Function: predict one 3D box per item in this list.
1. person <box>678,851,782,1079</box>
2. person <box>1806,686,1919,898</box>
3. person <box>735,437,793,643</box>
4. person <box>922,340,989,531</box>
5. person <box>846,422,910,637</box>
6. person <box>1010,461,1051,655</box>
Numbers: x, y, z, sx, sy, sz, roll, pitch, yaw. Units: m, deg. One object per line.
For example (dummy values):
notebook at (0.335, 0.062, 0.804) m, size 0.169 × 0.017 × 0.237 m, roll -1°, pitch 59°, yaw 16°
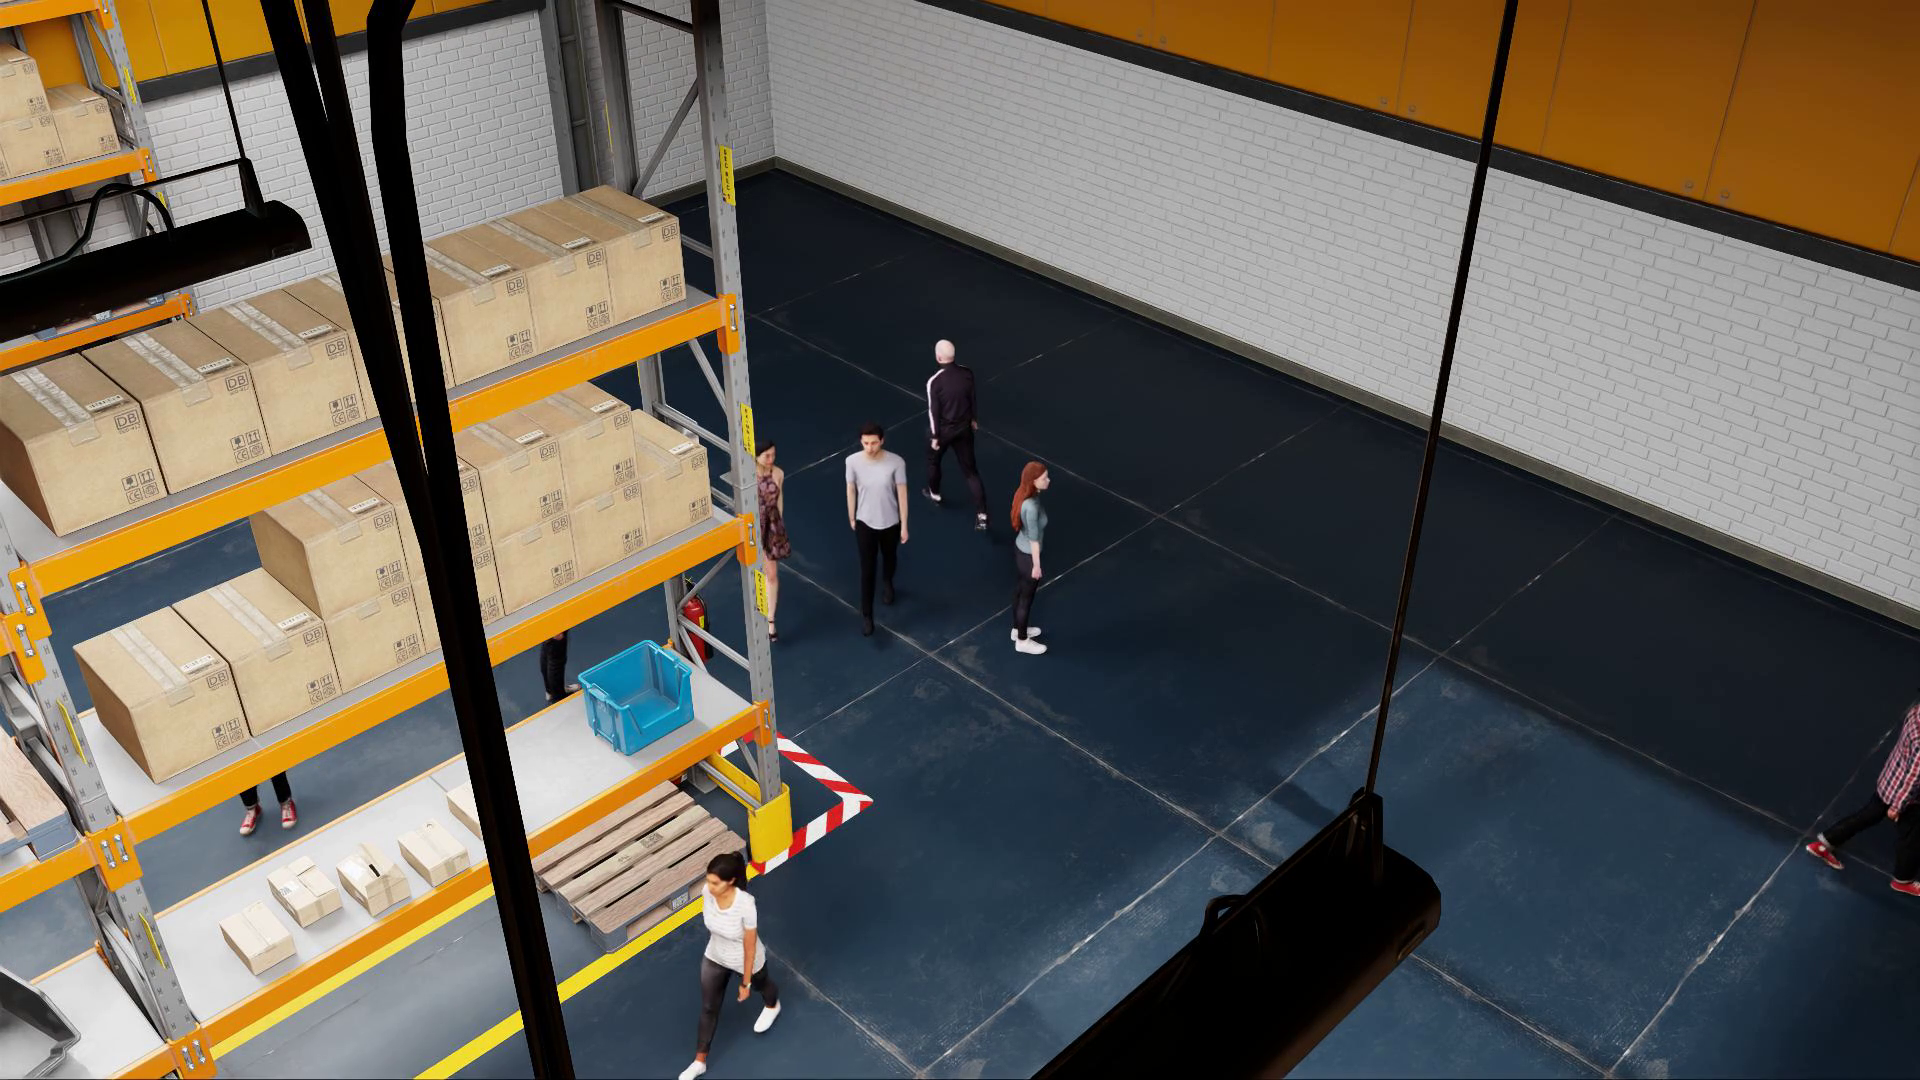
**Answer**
person at (-1.290, 2.475, 10.045) m, size 0.779 × 1.593 × 1.143 m, roll 17°, pitch 37°, yaw 24°
person at (6.271, 1.630, 11.175) m, size 1.092 × 1.748 × 1.148 m, roll 9°, pitch 35°, yaw 13°
person at (-1.676, -0.099, 13.810) m, size 1.215 × 1.712 × 1.095 m, roll -8°, pitch 34°, yaw -11°
person at (-0.022, -0.894, 14.939) m, size 1.274 × 1.786 × 0.984 m, roll -16°, pitch 37°, yaw -23°
person at (-0.657, -0.187, 13.843) m, size 1.155 × 1.821 × 1.210 m, roll 0°, pitch 34°, yaw 0°
person at (0.557, 0.129, 13.440) m, size 0.706 × 1.742 × 0.666 m, roll -3°, pitch 34°, yaw -5°
